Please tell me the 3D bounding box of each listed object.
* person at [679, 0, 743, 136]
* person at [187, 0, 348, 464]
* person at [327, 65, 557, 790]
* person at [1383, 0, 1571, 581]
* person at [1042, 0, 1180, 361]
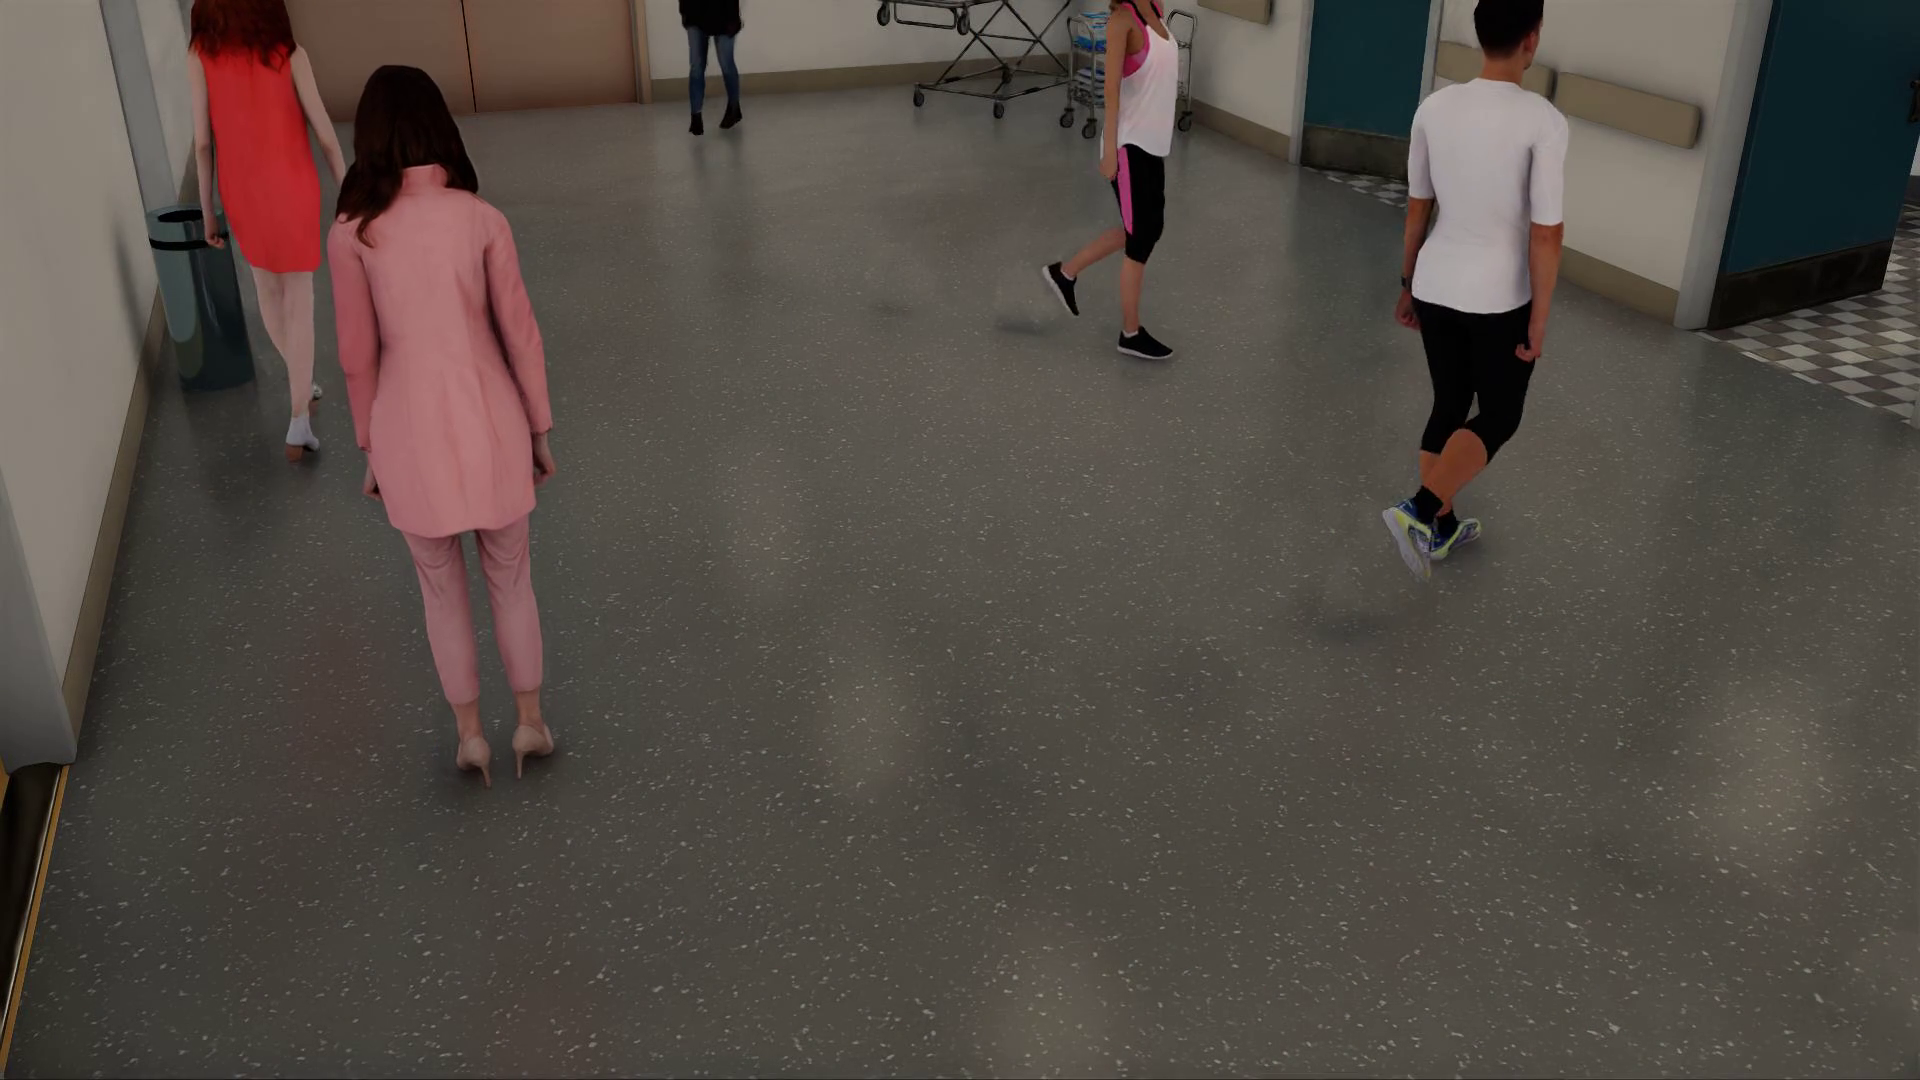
[{"bbox_3d":[-1.652,-3.547,11.162,0.957,1.600,1.102,8,27,16],"label":"person"},{"bbox_3d":[-2.475,-1.138,5.938,0.770,1.799,0.984,-3,26,-7],"label":"person"},{"bbox_3d":[-1.237,-0.220,4.038,0.616,1.796,0.546,-8,27,-16],"label":"person"},{"bbox_3d":[1.517,-0.726,5.037,0.960,1.839,0.989,-23,34,-40],"label":"person"},{"bbox_3d":[0.658,-1.646,7.022,0.998,1.773,0.918,14,29,27],"label":"person"}]
